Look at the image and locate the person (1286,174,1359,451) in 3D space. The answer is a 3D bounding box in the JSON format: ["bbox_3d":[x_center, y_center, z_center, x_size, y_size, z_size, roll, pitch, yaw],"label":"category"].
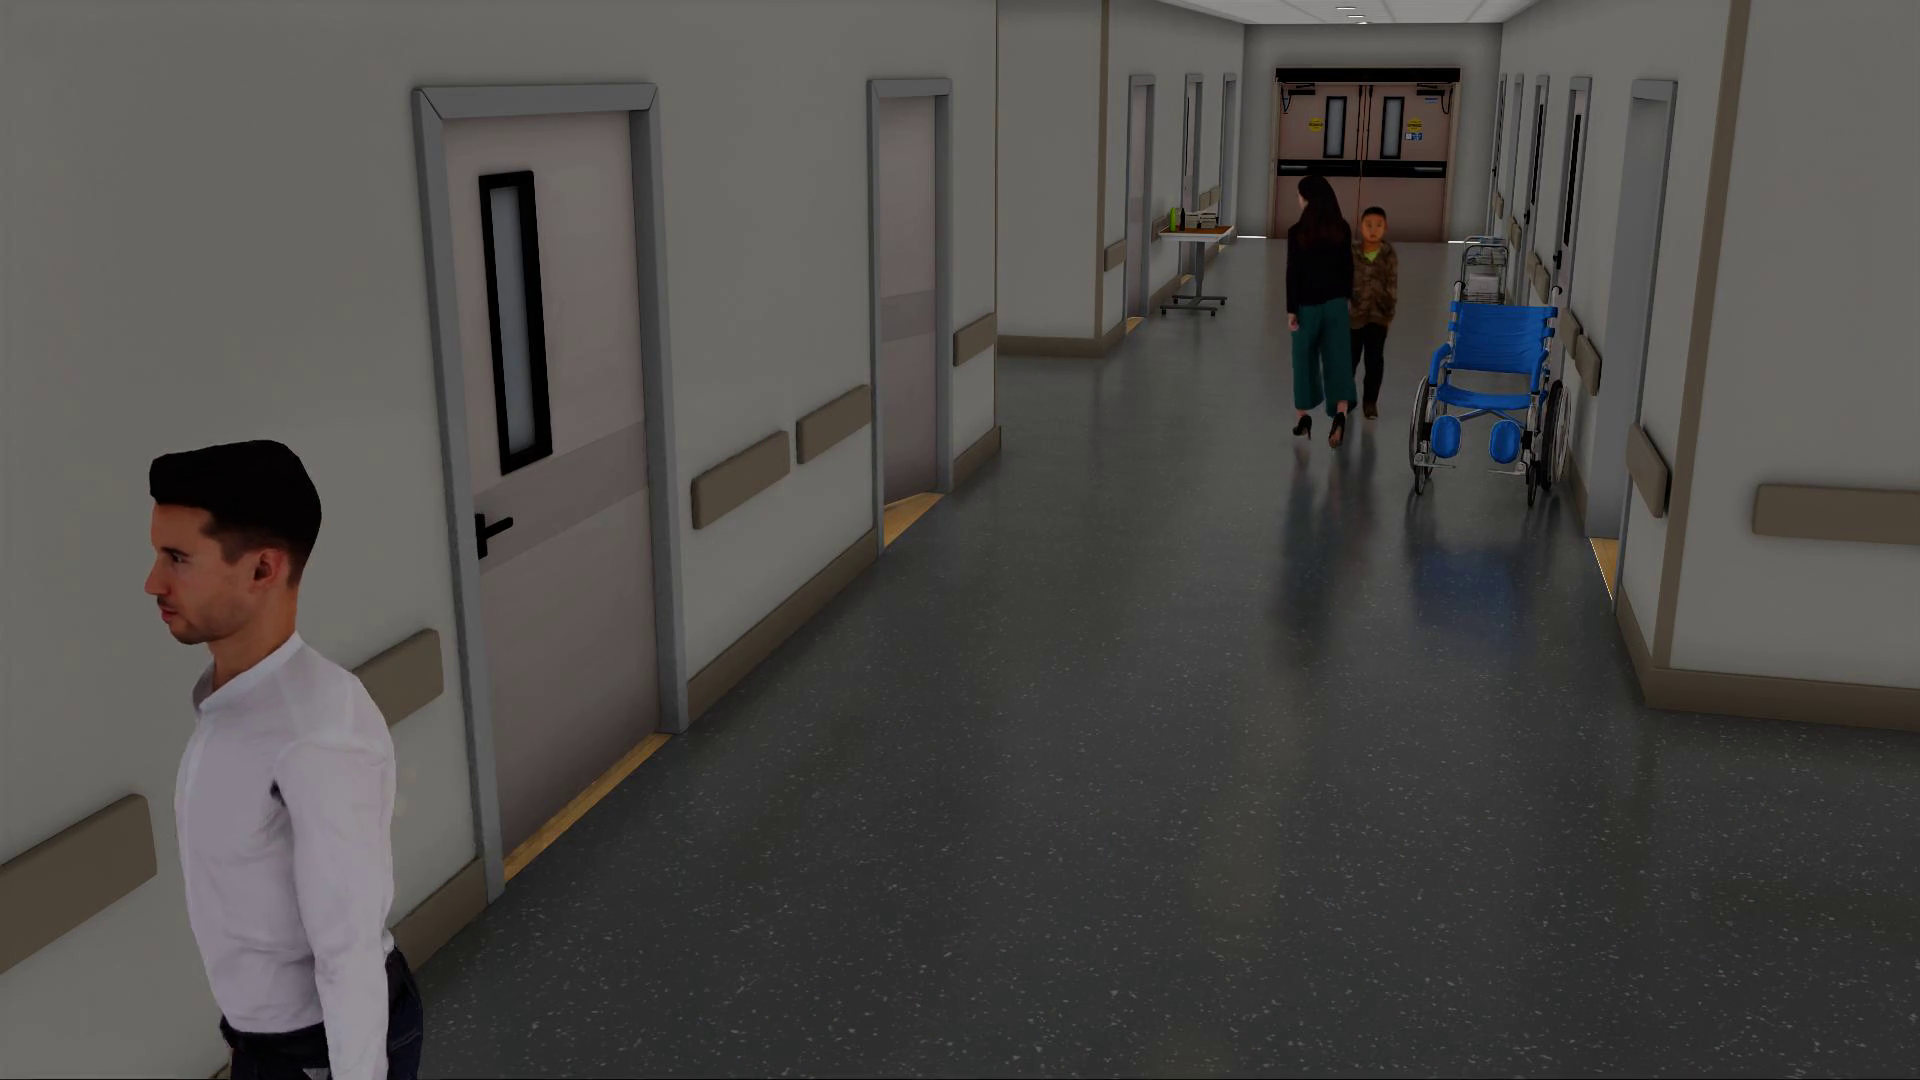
[{"bbox_3d":[2.279,-1.381,10.398,0.793,1.698,1.130,1,16,3],"label":"person"}]

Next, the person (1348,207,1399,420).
[{"bbox_3d":[2.830,-1.583,11.606,0.651,1.432,0.949,2,16,8],"label":"person"}]

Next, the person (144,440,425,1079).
[{"bbox_3d":[-0.898,0.750,2.560,0.950,1.850,0.880,-10,19,-32],"label":"person"}]
